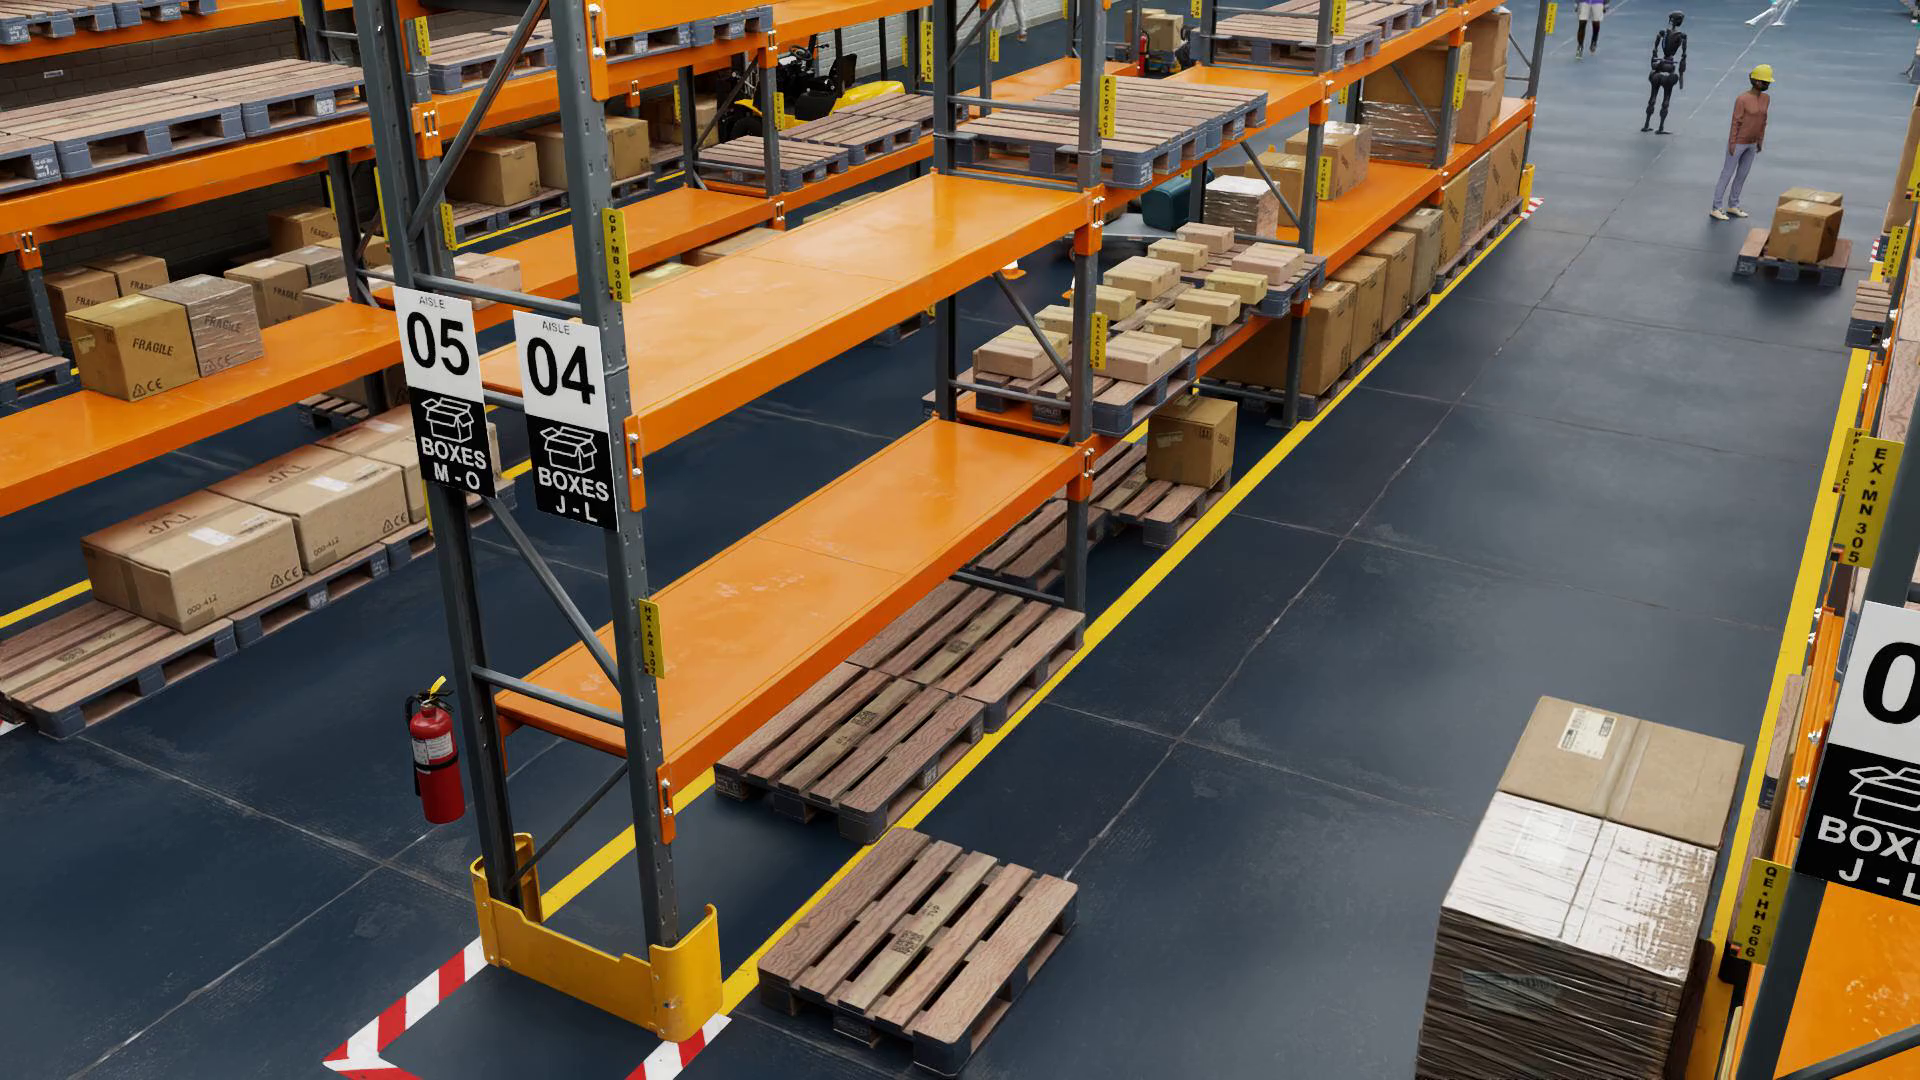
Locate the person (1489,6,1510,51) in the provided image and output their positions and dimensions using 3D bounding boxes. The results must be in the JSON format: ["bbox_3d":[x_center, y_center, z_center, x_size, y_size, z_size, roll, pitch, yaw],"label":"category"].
[{"bbox_3d":[7.552,-7.047,24.114,0.616,1.891,0.765,20,32,35],"label":"person"}]

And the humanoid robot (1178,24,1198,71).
[{"bbox_3d":[3.077,-6.083,22.378,0.487,1.630,0.611,1,26,1],"label":"humanoid robot"}]

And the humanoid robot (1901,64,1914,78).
[{"bbox_3d":[15.852,-8.281,27.000,0.786,1.640,0.584,23,34,39],"label":"humanoid robot"}]

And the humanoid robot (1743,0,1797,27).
[{"bbox_3d":[15.609,-10.607,31.686,0.947,1.762,0.542,0,26,1],"label":"humanoid robot"}]

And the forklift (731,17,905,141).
[{"bbox_3d":[-1.819,-5.975,21.543,2.313,2.155,1.214,14,29,26],"label":"forklift"}]

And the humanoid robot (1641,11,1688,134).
[{"bbox_3d":[9.915,-6.581,23.377,0.315,1.657,0.599,-12,28,-24],"label":"humanoid robot"}]

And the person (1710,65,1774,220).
[{"bbox_3d":[9.038,-4.566,19.117,0.522,1.760,0.339,-12,28,-23],"label":"person"}]

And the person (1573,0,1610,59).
[{"bbox_3d":[10.990,-9.384,28.904,0.604,1.953,0.565,12,28,24],"label":"person"}]

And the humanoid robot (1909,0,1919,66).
[{"bbox_3d":[16.333,-8.717,27.895,0.551,1.900,0.749,-15,30,-29],"label":"humanoid robot"}]

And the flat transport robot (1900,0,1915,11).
[{"bbox_3d":[19.640,-10.655,33.481,0.659,0.231,1.431,8,27,16],"label":"flat transport robot"}]

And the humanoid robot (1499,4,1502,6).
[{"bbox_3d":[8.830,-8.516,27.421,0.357,1.645,0.595,12,28,24],"label":"humanoid robot"}]

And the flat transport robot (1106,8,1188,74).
[{"bbox_3d":[3.211,-8.067,28.105,1.431,0.231,0.659,8,27,17],"label":"flat transport robot"}]

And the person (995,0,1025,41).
[{"bbox_3d":[0.922,-10.072,30.406,0.692,1.894,0.471,1,26,3],"label":"person"}]
